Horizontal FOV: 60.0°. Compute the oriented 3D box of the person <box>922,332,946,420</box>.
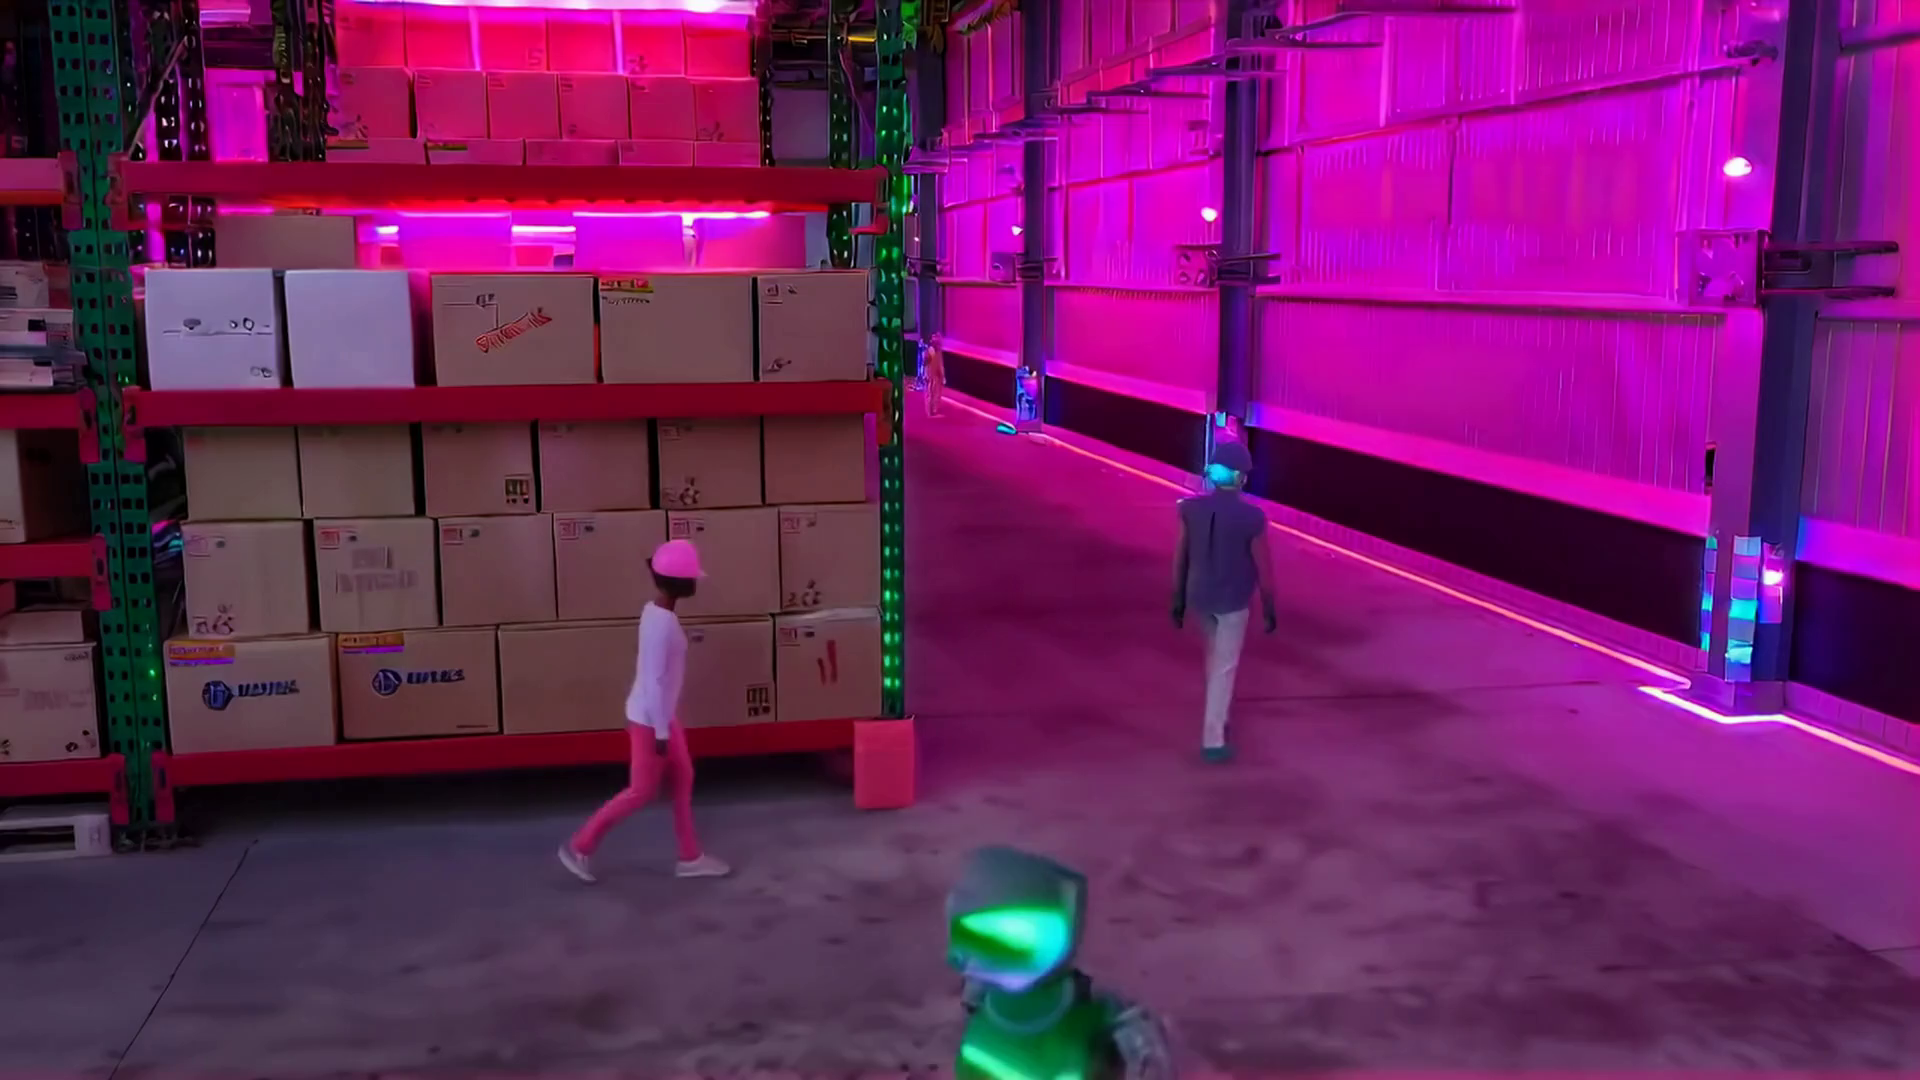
[{"bbox_3d":[-0.495,-3.278,33.233,0.337,1.742,0.562,9,13,44],"label":"person"}]

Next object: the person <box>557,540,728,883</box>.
[{"bbox_3d":[-1.573,0.851,8.119,0.772,1.728,0.532,-1,9,-9],"label":"person"}]

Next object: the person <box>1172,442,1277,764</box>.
[{"bbox_3d":[1.704,0.366,10.343,0.643,1.962,0.823,8,12,39],"label":"person"}]
